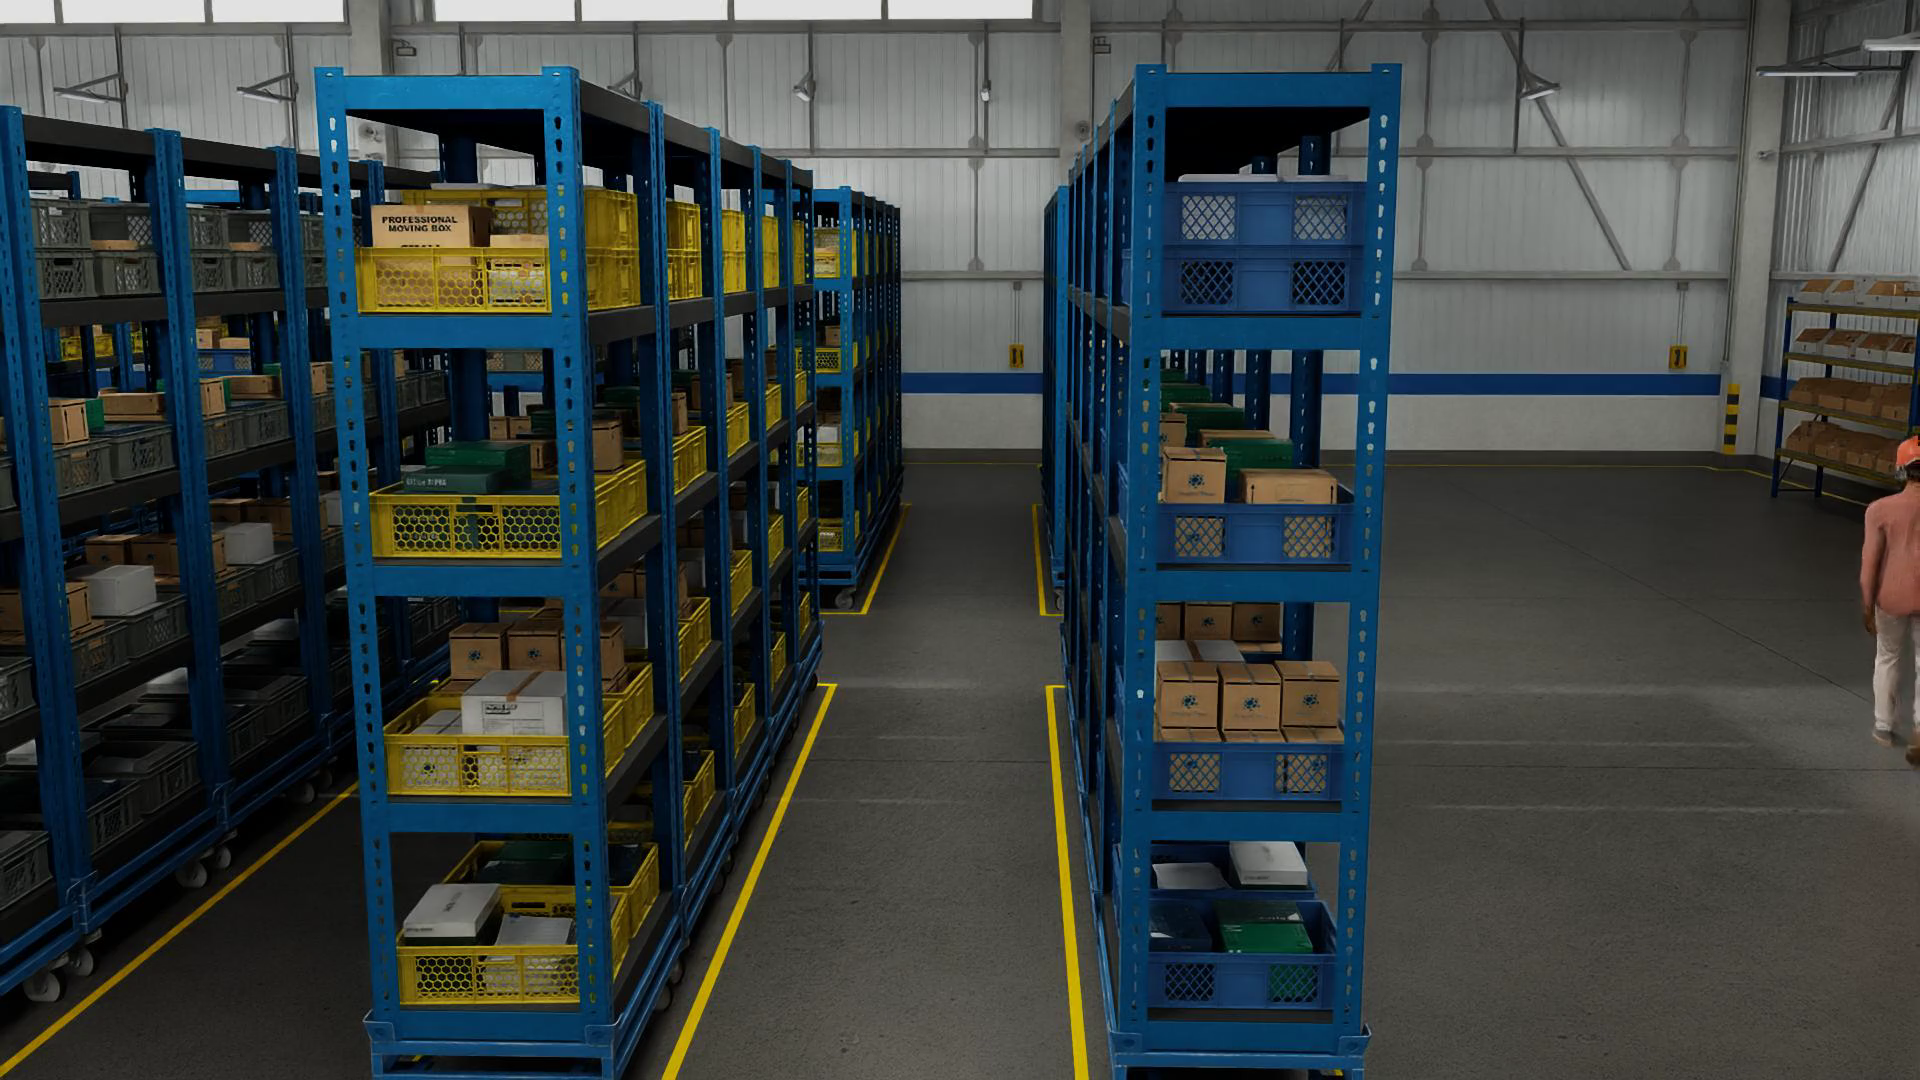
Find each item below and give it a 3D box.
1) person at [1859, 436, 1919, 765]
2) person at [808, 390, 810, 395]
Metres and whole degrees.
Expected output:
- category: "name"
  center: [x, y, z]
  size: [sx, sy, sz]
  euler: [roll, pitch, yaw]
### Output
- category: "person"
  center: [5.760, 0.356, 10.035]
  size: [0.607, 1.961, 0.883]
  euler: [4, 11, 24]
- category: "person"
  center: [-2.369, -1.840, 23.308]
  size: [0.732, 1.809, 0.620]
  euler: [-2, 10, -11]
